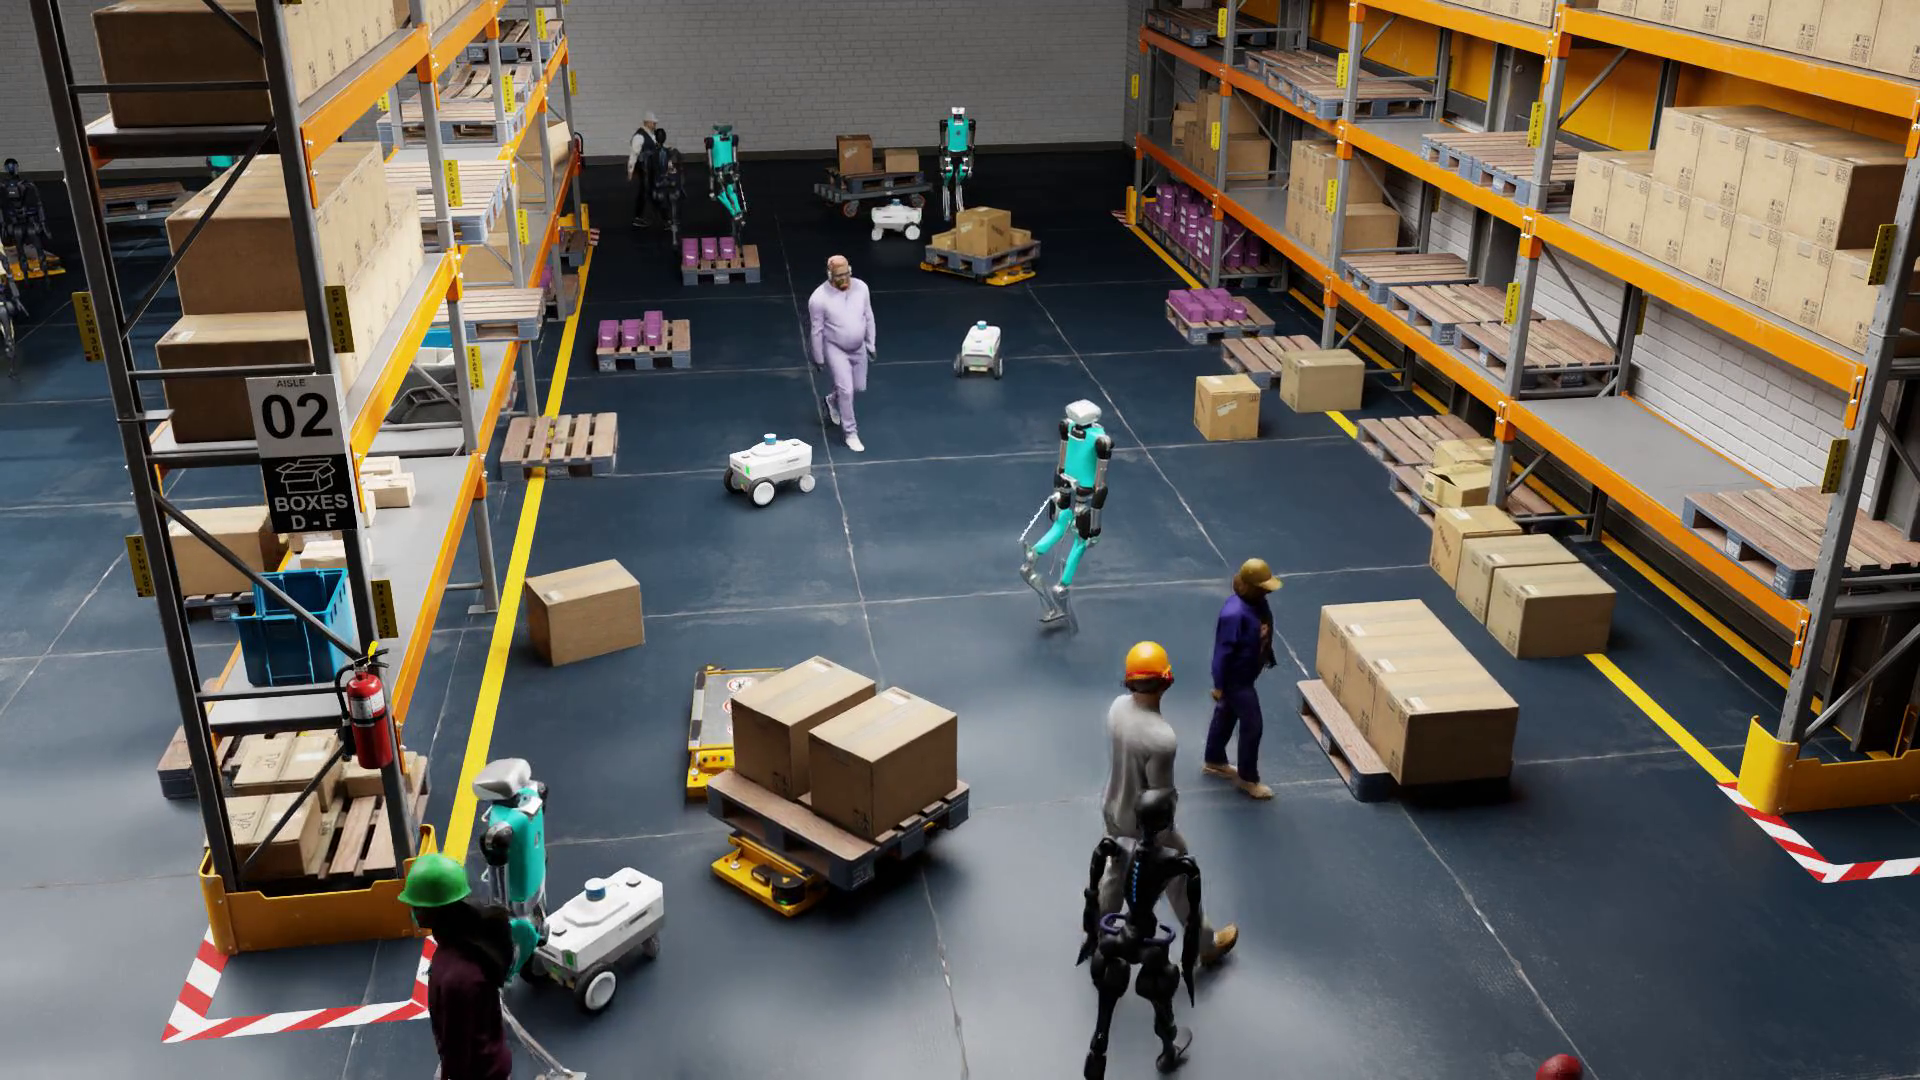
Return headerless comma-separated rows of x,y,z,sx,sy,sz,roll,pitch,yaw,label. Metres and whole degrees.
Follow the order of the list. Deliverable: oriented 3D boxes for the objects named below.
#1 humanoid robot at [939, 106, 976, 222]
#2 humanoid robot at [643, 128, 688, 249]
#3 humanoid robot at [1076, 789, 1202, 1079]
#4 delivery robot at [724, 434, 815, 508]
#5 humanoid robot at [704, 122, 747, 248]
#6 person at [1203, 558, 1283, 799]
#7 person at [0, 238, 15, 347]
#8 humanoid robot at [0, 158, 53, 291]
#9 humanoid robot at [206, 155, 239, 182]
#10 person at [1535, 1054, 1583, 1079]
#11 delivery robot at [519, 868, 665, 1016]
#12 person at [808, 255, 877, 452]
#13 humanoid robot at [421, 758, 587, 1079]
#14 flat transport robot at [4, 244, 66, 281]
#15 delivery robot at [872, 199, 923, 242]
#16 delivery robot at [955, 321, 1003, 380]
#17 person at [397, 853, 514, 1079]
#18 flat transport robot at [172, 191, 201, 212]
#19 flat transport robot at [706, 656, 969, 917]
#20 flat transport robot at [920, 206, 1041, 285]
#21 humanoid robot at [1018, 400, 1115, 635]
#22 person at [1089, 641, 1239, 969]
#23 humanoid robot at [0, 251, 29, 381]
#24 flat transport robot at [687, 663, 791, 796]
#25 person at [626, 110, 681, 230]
-0.075,-5.512,24.242,0.533,1.677,0.735,-3,24,-8,humanoid robot
-4.119,-4.917,23.177,0.616,1.622,0.775,-7,25,-15,humanoid robot
0.806,1.901,7.660,0.595,1.620,0.816,10,26,23,humanoid robot
-1.686,-0.643,14.792,0.802,0.598,0.499,-17,29,-33,delivery robot
-3.095,-4.803,22.823,0.539,1.770,0.902,-21,31,-39,humanoid robot
1.768,0.824,10.132,0.630,1.590,0.589,14,27,28,person
-11.014,-3.012,18.693,0.571,1.747,0.340,-5,24,-12,person
-11.796,-3.981,20.980,0.599,1.655,0.315,-3,24,-8,humanoid robot
-10.100,-4.989,23.225,0.542,1.794,0.692,7,25,15,humanoid robot
2.078,2.550,6.072,0.642,1.703,0.897,12,26,25,person
-1.894,2.040,8.657,0.510,0.581,0.752,16,28,33,delivery robot
-1.136,-1.820,15.827,0.645,1.874,0.749,-17,29,-34,person
-2.193,1.818,7.705,0.780,1.781,0.554,4,24,8,humanoid robot
-12.481,-3.689,22.083,0.659,0.231,1.431,-22,32,-40,flat transport robot
-0.899,-4.557,23.694,0.777,0.587,0.499,0,24,1,delivery robot
0.232,-2.061,18.030,0.499,0.604,0.807,3,24,8,delivery robot
-1.984,2.133,6.778,0.720,1.898,0.492,-13,27,-27,person
-9.711,-3.768,22.262,0.659,0.231,1.431,-3,24,-6,flat transport robot
-0.708,1.709,9.784,0.659,0.231,1.431,20,30,37,flat transport robot
0.227,-3.596,21.871,1.431,0.231,0.659,19,30,36,flat transport robot
0.695,-0.076,12.095,0.756,1.845,0.546,-16,28,-32,humanoid robot
1.067,1.368,8.607,0.770,1.844,0.608,-12,26,-25,person
-10.269,-2.507,17.643,0.601,1.648,0.423,-21,31,-39,humanoid robot
-1.424,1.217,10.905,0.659,0.231,1.431,-2,24,-5,flat transport robot
-4.444,-5.342,24.051,0.934,1.702,0.771,10,25,21,person
